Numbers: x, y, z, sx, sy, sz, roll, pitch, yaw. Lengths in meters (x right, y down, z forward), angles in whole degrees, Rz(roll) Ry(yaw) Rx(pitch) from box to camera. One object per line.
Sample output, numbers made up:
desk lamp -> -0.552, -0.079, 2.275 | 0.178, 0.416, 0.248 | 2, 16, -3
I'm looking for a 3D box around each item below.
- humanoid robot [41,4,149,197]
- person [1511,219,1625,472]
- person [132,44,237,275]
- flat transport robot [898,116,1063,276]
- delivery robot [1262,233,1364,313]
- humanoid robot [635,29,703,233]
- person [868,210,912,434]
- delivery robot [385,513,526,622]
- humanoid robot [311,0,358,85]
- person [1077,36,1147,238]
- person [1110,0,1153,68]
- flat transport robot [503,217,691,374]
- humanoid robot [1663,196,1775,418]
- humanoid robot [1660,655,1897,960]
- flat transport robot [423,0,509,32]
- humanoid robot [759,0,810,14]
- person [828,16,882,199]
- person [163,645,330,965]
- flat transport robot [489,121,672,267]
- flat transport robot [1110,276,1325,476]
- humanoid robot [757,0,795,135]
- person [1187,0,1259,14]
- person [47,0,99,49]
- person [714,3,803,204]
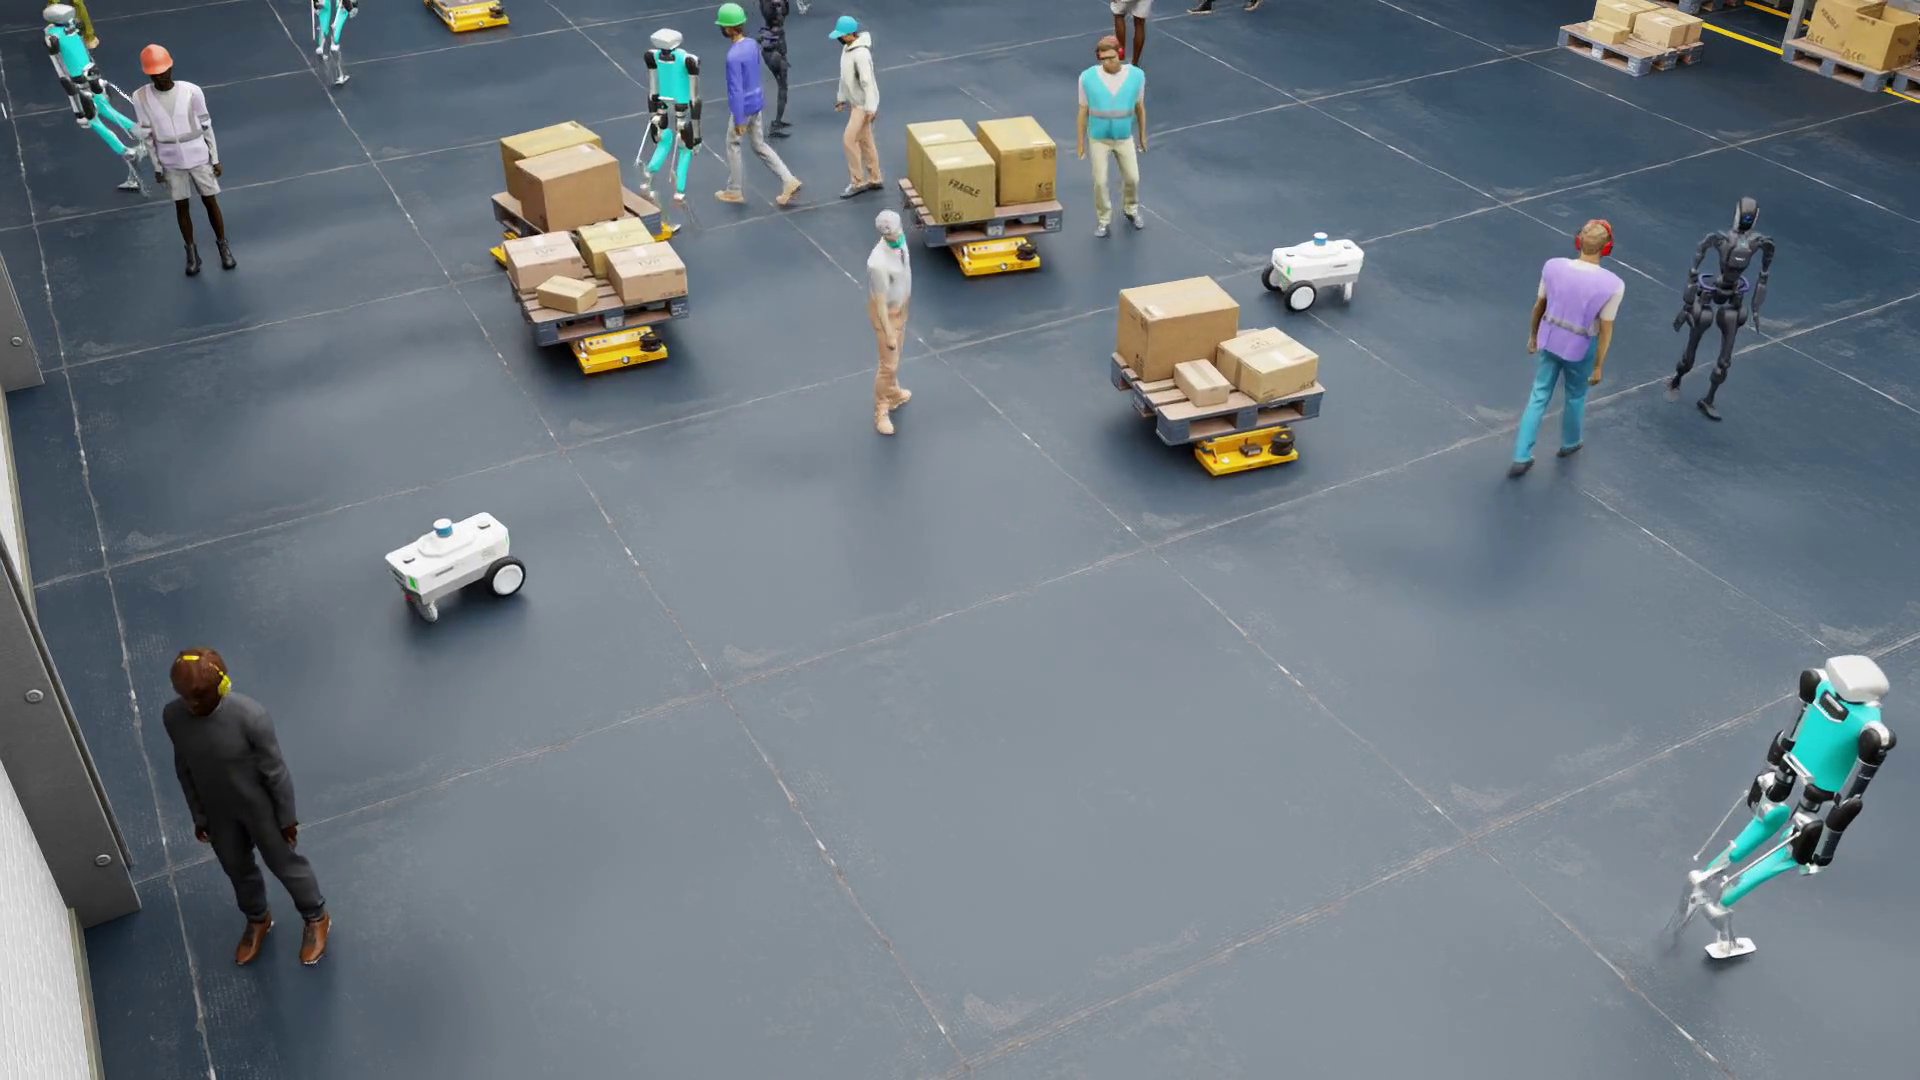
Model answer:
humanoid robot -> -7.712, -3.901, 15.110 | 0.702, 1.908, 0.551 | 1, 35, 2
person -> 4.106, -1.294, 11.242 | 0.585, 1.826, 0.809 | 28, 43, 33
person -> -6.407, -3.143, 13.750 | 0.545, 1.937, 0.377 | -12, 37, -17
flat transport robot -> 0.173, -2.728, 14.611 | 0.659, 0.231, 1.431 | -9, 36, -13
delivery robot -> 2.900, -2.217, 13.631 | 0.765, 0.593, 0.519 | -10, 36, -14
humanoid robot -> -2.549, -3.435, 14.356 | 0.532, 1.797, 0.711 | 16, 38, 21
person -> -0.464, -1.615, 11.776 | 0.304, 1.715, 0.629 | 11, 37, 15
delivery robot -> -3.117, 0.135, 10.290 | 0.785, 0.613, 0.507 | -29, 44, -35
humanoid robot -> -6.624, -5.558, 17.441 | 0.531, 1.846, 0.780 | 5, 35, 7
person -> 1.306, -3.486, 14.357 | 0.624, 1.806, 0.485 | -2, 35, -3
person -> 1.871, -5.937, 17.768 | 0.574, 1.899, 0.563 | -11, 36, -15
flat transport robot -> -2.854, -1.768, 13.240 | 0.659, 0.231, 1.431 | -15, 38, -20
humanoid robot -> 5.448, -1.692, 11.911 | 0.585, 1.651, 0.465 | 4, 35, 5
humanoid robot -> 3.614, 1.354, 7.605 | 0.764, 1.895, 0.543 | -7, 36, -9
flat transport robot -> -5.924, -6.385, 19.832 | 0.659, 0.231, 1.431 | -18, 39, -24
humanoid robot -> -2.122, -7.048, 19.551 | 0.873, 1.843, 0.554 | 8, 36, 11
person -> -0.983, -3.934, 15.119 | 0.572, 1.651, 0.491 | -12, 37, -17
person -> -3.260, 1.217, 7.591 | 0.490, 1.864, 0.346 | 4, 35, 6
flat transport robot -> -3.297, -2.628, 14.468 | 1.431, 0.231, 0.659 | -25, 42, -31
flat transport robot -> 1.820, -0.943, 12.062 | 0.659, 0.231, 1.431 | -11, 37, -16
humanoid robot -> -1.821, -4.851, 16.416 | 0.311, 1.653, 0.609 | -11, 37, -15
person -> 3.176, -7.106, 19.409 | 0.821, 1.938, 0.608 | -6, 35, -8
person -> -10.031, -6.339, 18.400 | 0.523, 1.836, 0.359 | -16, 38, -21
person -> -1.853, -3.865, 14.877 | 0.809, 1.843, 0.502 | 14, 37, 18
